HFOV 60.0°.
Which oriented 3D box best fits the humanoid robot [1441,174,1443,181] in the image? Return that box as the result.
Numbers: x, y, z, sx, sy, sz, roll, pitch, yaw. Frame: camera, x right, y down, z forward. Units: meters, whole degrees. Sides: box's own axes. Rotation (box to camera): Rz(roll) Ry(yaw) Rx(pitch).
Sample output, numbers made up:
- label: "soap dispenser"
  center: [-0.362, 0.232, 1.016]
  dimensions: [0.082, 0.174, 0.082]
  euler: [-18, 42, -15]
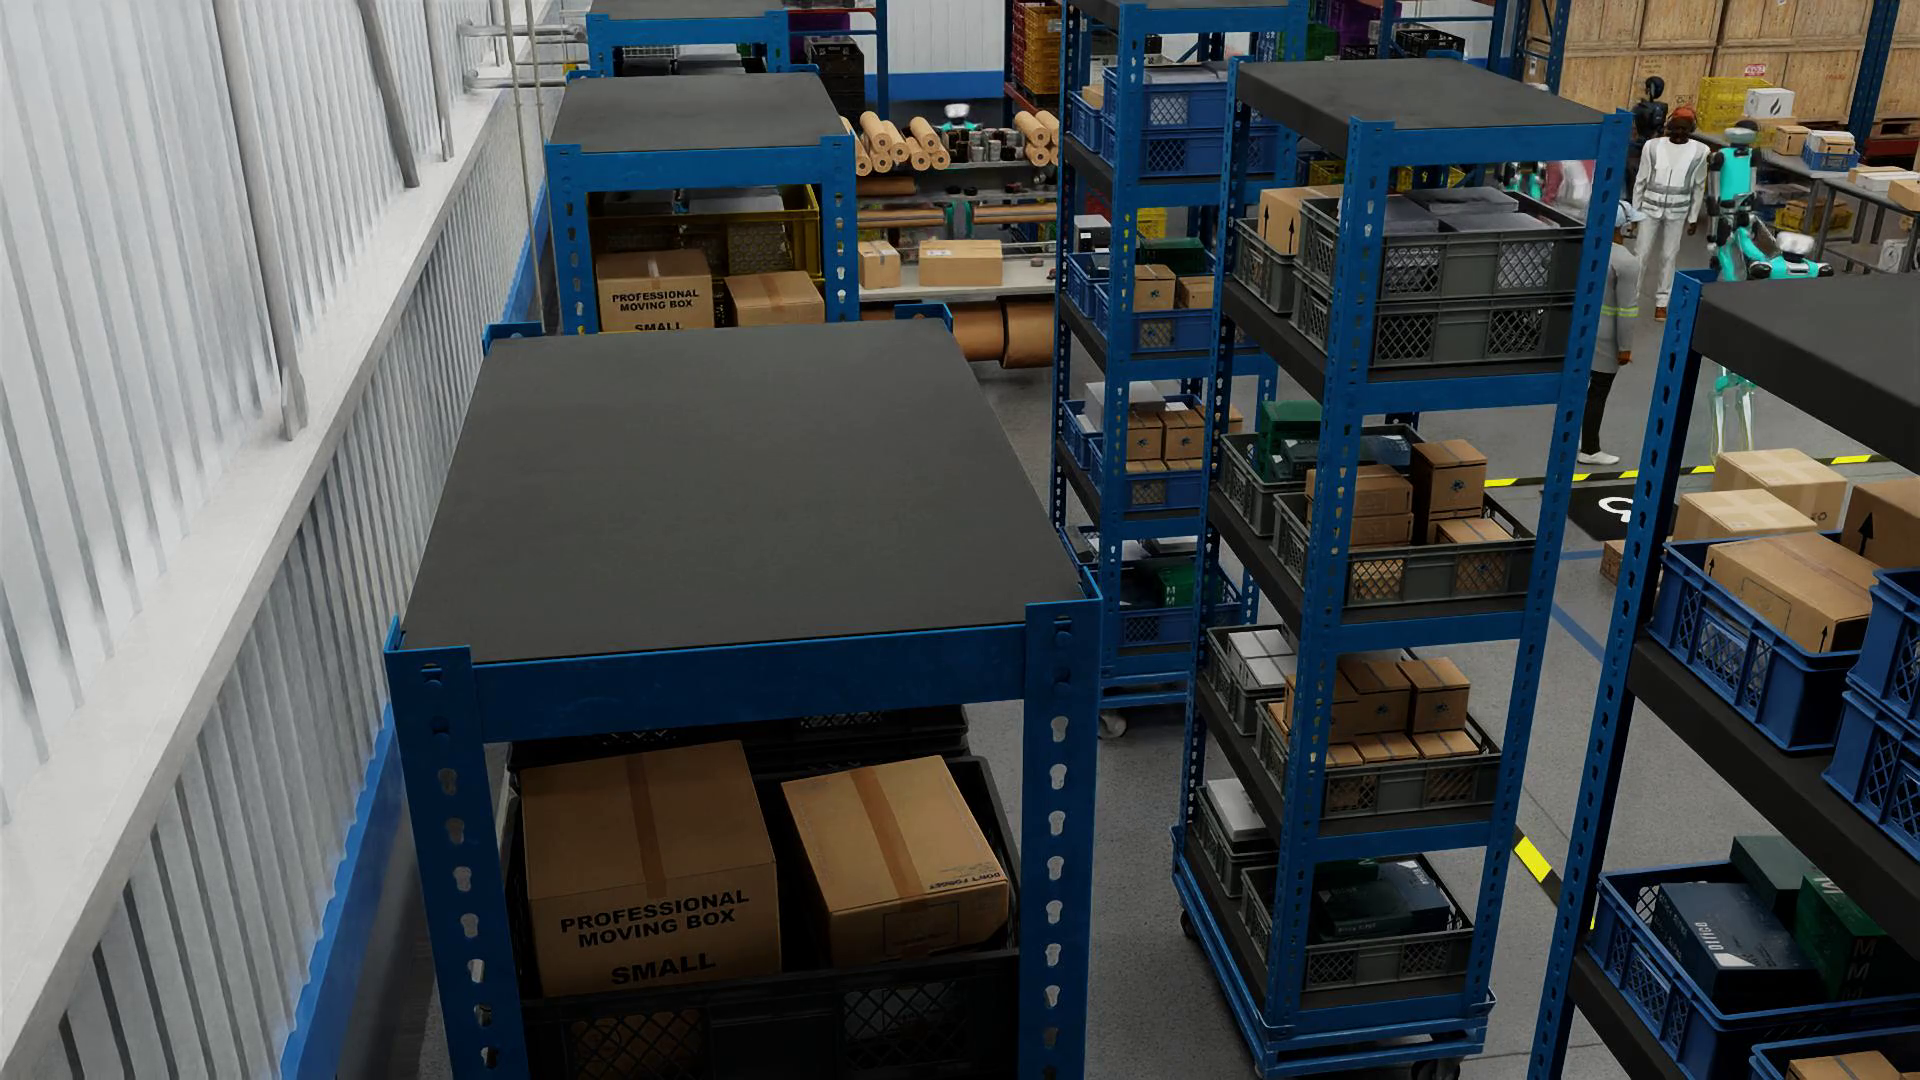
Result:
- label: "humanoid robot"
  center: [5.220, -4.533, 18.239]
  dimensions: [0.533, 1.673, 0.735]
  euler: [12, 27, 24]

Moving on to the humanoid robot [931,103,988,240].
- label: "humanoid robot"
  center: [-0.019, -3.260, 15.665]
  dimensions: [0.558, 1.800, 0.930]
  euler: [-1, 25, -2]

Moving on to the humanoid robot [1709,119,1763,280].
- label: "humanoid robot"
  center: [7.080, -2.967, 15.083]
  dimensions: [0.679, 1.631, 0.602]
  euler: [18, 30, 34]

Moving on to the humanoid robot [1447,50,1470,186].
- label: "humanoid robot"
  center: [5.364, -4.536, 18.374]
  dimensions: [0.548, 1.773, 0.692]
  euler: [3, 25, 6]

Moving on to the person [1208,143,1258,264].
- label: "person"
  center: [2.685, -3.765, 16.452]
  dimensions: [0.622, 1.965, 1.155]
  euler: [-5, 25, -11]

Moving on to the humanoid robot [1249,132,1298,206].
- label: "humanoid robot"
  center: [3.567, -4.468, 18.416]
  dimensions: [0.855, 1.619, 0.611]
  euler: [-1, 25, -1]

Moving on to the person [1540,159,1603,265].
- label: "person"
  center: [5.376, -2.855, 14.672]
  dimensions: [0.625, 1.802, 0.574]
  euler: [-4, 25, -9]

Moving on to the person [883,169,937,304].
- label: "person"
  center: [-0.395, -2.295, 13.418]
  dimensions: [0.443, 1.829, 0.639]
  euler: [-6, 25, -12]

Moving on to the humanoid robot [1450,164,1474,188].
- label: "humanoid robot"
  center: [5.412, -4.098, 17.534]
  dimensions: [0.384, 1.643, 0.594]
  euler: [21, 32, 38]

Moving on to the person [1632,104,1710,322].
- label: "person"
  center: [6.171, -2.856, 14.571]
  dimensions: [0.573, 1.887, 0.355]
  euler: [11, 27, 23]

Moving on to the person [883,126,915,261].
- label: "person"
  center: [-0.413, -2.333, 13.341]
  dimensions: [0.363, 1.962, 0.611]
  euler: [9, 26, 19]

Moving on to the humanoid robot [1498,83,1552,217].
- label: "humanoid robot"
  center: [5.499, -3.454, 16.094]
  dimensions: [0.543, 1.802, 0.795]
  euler: [4, 25, 8]

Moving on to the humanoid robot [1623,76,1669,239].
- label: "humanoid robot"
  center: [7.054, -3.967, 17.234]
  dimensions: [0.616, 1.644, 0.339]
  euler: [-12, 27, -25]

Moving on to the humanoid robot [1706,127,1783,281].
- label: "humanoid robot"
  center: [6.673, -2.559, 14.113]
  dimensions: [0.531, 1.752, 0.904]
  euler: [-11, 27, -22]

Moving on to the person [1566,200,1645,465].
- label: "person"
  center: [4.452, -1.431, 11.515]
  dimensions: [0.370, 1.852, 0.588]
  euler: [-8, 26, -17]

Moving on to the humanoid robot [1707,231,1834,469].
- label: "humanoid robot"
  center: [5.366, -1.301, 11.209]
  dimensions: [0.533, 1.677, 0.735]
  euler: [1, 25, 2]
